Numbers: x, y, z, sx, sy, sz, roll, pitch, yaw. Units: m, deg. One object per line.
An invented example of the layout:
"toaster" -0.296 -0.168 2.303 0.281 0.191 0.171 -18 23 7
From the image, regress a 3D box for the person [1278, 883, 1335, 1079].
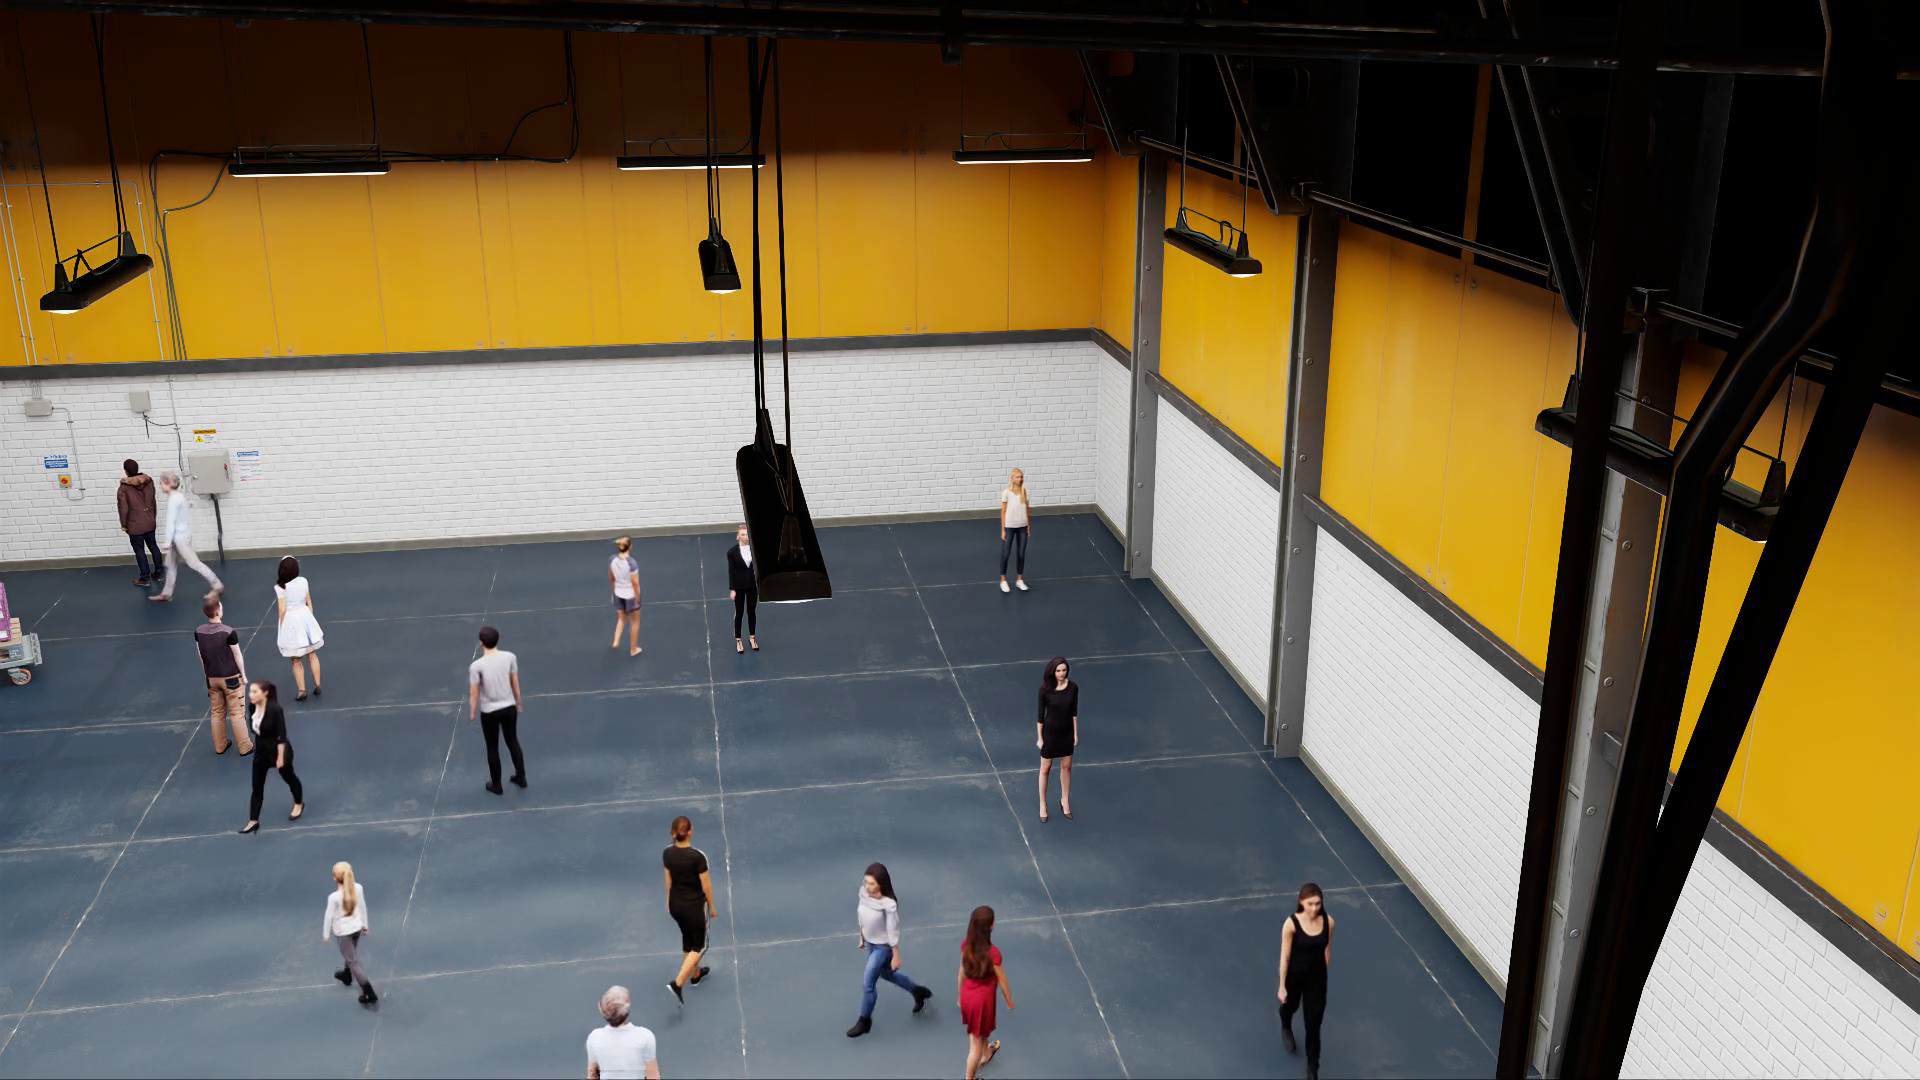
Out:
"person" 2.683 3.437 13.143 0.658 1.640 1.153 -2 19 -5

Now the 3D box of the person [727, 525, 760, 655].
"person" -2.767 0.618 21.409 0.670 1.707 0.646 -9 21 -26

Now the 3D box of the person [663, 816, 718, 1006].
"person" -2.314 3.129 14.042 0.907 1.652 1.020 9 21 24

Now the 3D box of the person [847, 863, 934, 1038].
"person" -0.578 3.309 13.598 0.937 1.592 1.043 -10 21 -28

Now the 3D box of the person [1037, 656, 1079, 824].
"person" 0.999 2.029 17.066 0.604 1.806 0.504 -5 19 -15

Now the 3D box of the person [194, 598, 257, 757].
"person" -8.216 1.514 18.537 0.761 1.842 0.726 4 19 11

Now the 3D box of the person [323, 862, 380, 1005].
"person" -5.131 3.337 14.048 0.918 1.254 0.867 13 22 33

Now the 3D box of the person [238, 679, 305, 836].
"person" -6.939 2.160 16.964 0.957 1.622 1.133 7 20 20

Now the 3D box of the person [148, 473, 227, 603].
"person" -10.697 -0.005 23.034 0.948 1.851 1.247 -8 20 -22

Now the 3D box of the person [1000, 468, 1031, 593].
"person" 0.768 -0.149 23.536 0.607 1.804 0.558 -6 20 -17

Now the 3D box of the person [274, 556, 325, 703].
"person" -7.930 1.063 19.920 0.905 1.815 0.855 17 25 41

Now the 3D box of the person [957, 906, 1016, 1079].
"person" 0.110 3.591 12.865 0.907 1.526 0.935 16 24 39

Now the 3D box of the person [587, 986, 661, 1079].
"person" -2.303 3.934 11.392 0.778 1.817 0.944 0 19 1

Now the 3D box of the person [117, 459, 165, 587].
"person" -11.734 -0.266 23.815 0.938 1.848 0.847 9 21 25

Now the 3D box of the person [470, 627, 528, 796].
"person" -4.898 1.813 17.623 0.772 1.859 0.742 -12 22 -32

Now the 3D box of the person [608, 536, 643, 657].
"person" -4.288 0.743 21.191 0.712 1.611 0.778 7 20 19
